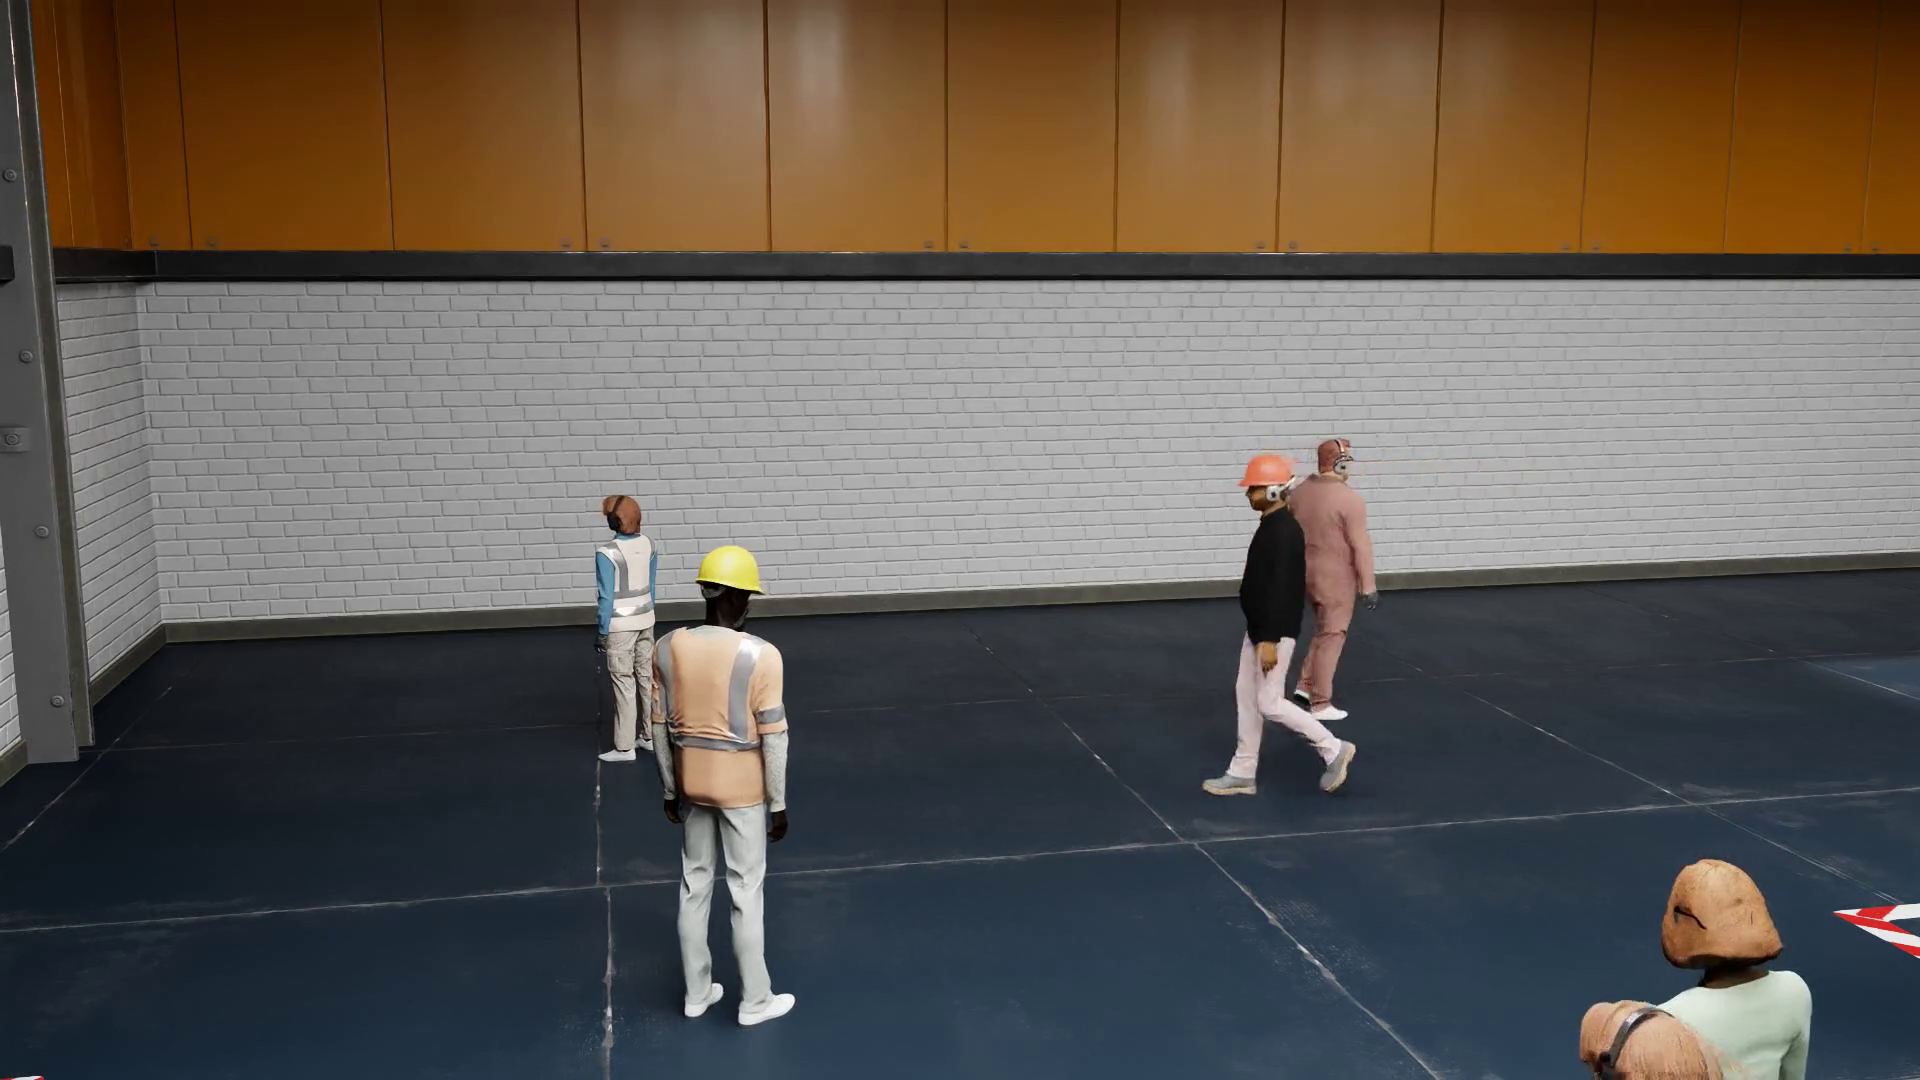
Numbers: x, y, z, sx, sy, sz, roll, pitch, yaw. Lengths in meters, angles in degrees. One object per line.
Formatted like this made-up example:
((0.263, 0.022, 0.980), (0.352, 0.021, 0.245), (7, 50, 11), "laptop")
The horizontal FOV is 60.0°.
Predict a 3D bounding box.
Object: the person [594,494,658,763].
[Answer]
((-2.024, 0.535, 10.127), (0.307, 1.645, 0.512), (5, 10, 27), "person")

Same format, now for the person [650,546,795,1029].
((-0.933, 0.977, 6.609), (0.590, 1.913, 0.398), (4, 10, 23), "person")

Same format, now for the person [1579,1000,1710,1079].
((1.339, 1.697, 3.132), (0.525, 1.623, 0.591), (-4, 10, -25), "person")

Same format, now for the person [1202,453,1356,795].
((1.800, 0.494, 9.354), (0.760, 1.976, 0.623), (-1, 9, -3), "person")

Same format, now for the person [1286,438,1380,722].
((2.470, 0.271, 10.986), (0.446, 1.891, 0.648), (-4, 10, -24), "person")

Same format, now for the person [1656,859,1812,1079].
((1.777, 1.553, 3.950), (0.497, 1.633, 0.278), (-4, 10, -25), "person")
